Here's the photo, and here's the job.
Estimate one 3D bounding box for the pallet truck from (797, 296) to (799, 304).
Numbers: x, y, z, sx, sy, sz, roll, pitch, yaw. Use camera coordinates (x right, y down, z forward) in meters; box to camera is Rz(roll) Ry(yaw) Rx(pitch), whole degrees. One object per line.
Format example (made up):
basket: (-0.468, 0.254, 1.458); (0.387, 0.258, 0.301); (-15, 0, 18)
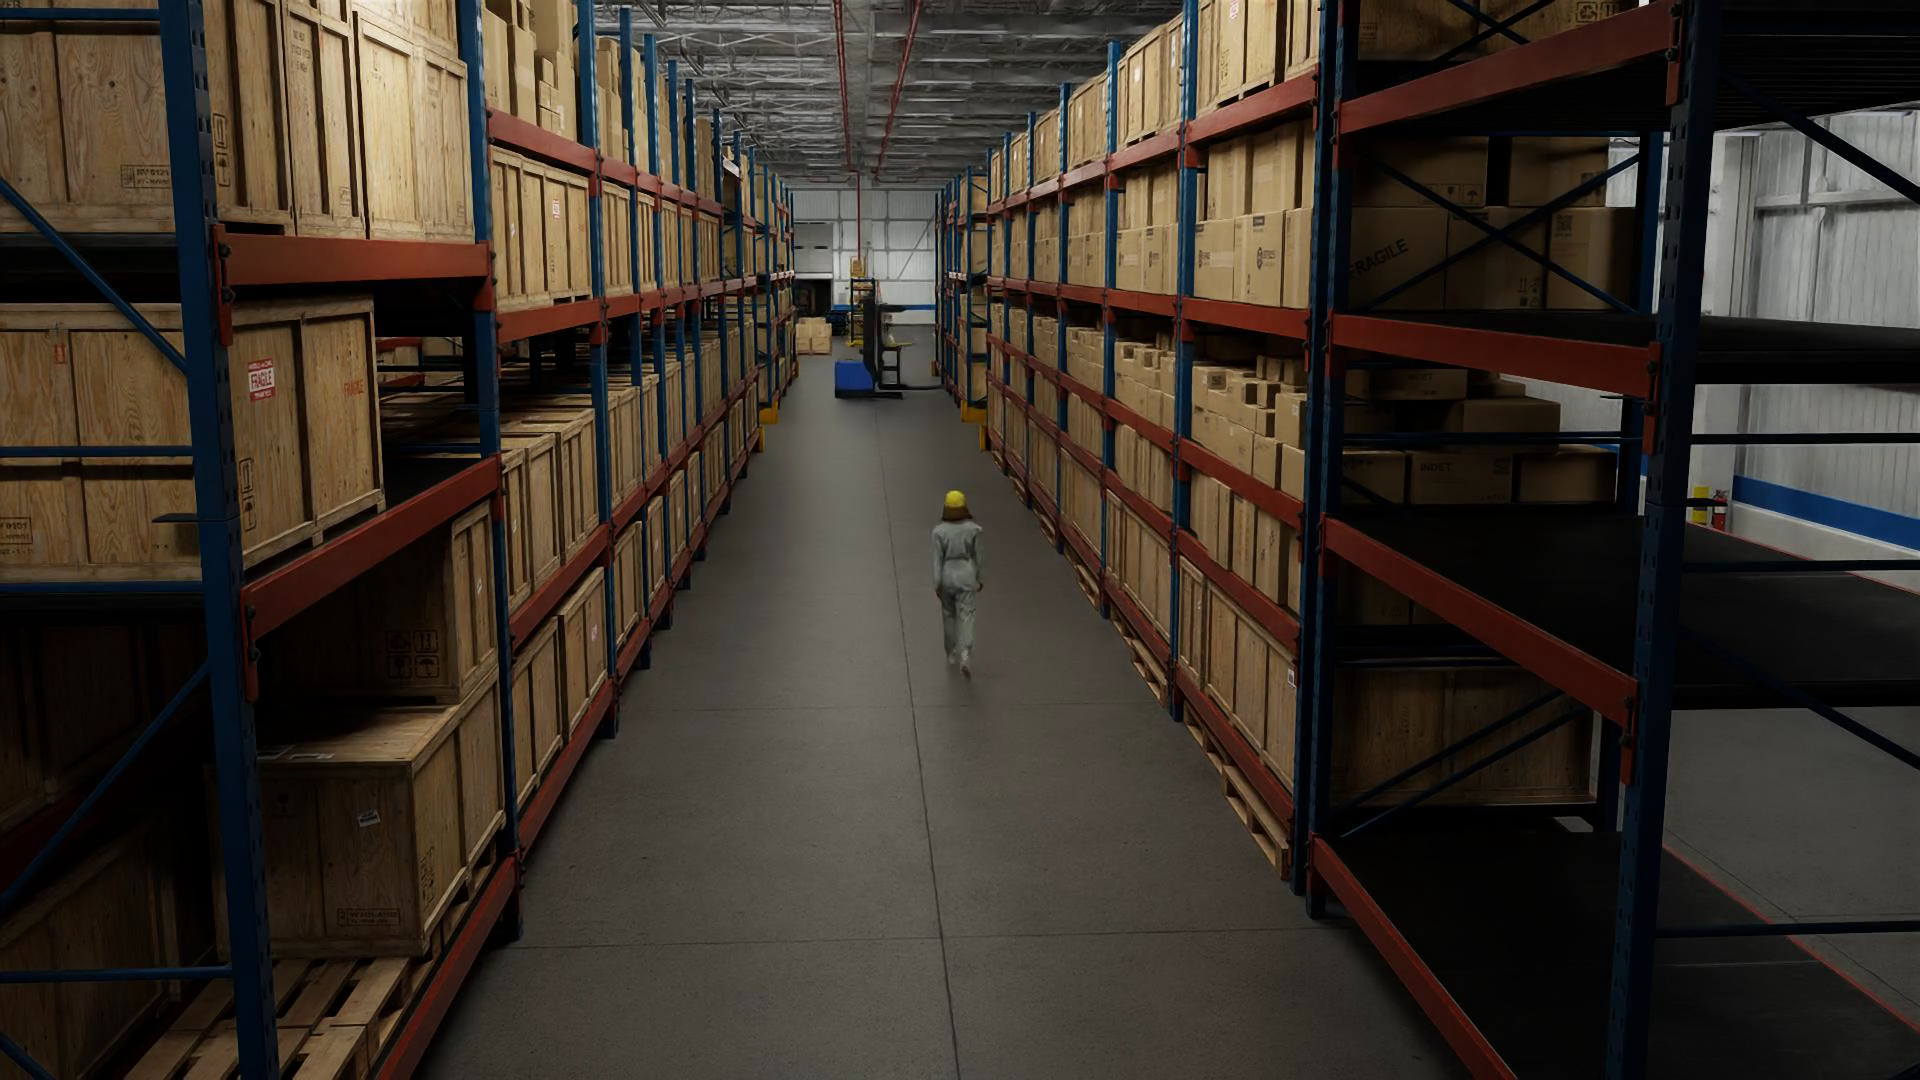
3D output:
pallet truck: (-8.622, -12.439, 91.403); (1.885, 1.965, 0.823); (2, 10, 13)

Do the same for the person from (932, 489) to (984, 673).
person: (-0.022, 0.375, 15.692); (0.485, 1.714, 0.777); (1, 10, 4)

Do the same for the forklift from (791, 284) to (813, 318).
forklift: (-7.184, -10.233, 75.592); (1.129, 2.768, 1.873); (3, 10, 16)

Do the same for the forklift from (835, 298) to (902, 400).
forklift: (-2.558, -5.342, 46.376); (1.873, 2.768, 1.129); (0, 10, -3)

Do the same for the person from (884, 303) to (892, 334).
person: (-3.858, -11.805, 88.556); (0.420, 1.675, 0.551); (9, 13, 43)
